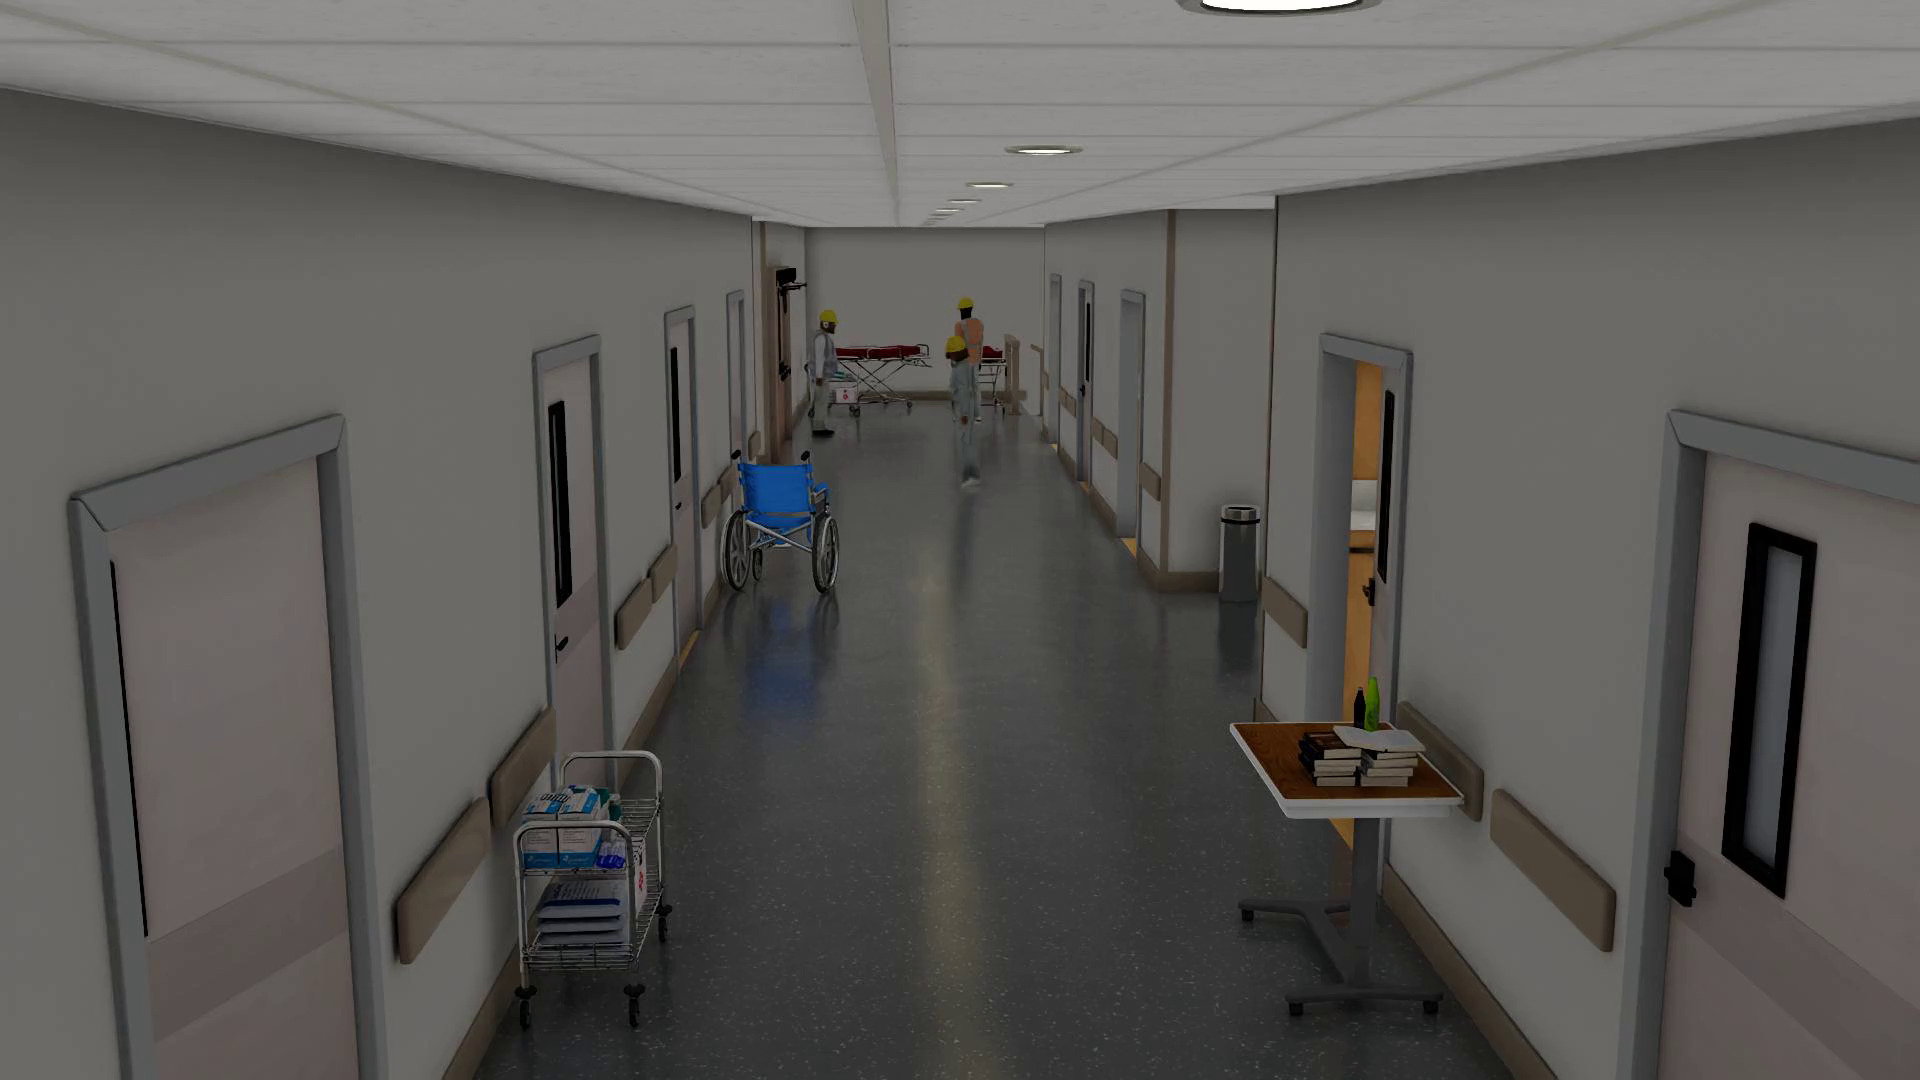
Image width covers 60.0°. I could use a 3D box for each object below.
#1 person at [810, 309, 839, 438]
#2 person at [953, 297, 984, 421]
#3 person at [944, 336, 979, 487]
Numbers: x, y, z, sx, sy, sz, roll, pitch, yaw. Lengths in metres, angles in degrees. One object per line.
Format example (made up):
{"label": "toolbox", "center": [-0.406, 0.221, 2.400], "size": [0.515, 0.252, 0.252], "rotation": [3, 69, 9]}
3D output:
{"label": "person", "center": [-1.922, -2.361, 23.648], "size": [0.414, 1.818, 0.646], "rotation": [1, 10, 3]}
{"label": "person", "center": [0.115, -2.777, 25.676], "size": [0.397, 1.920, 0.586], "rotation": [10, 14, 43]}
{"label": "person", "center": [0.025, -1.464, 18.926], "size": [0.393, 1.723, 0.619], "rotation": [0, 10, 3]}
